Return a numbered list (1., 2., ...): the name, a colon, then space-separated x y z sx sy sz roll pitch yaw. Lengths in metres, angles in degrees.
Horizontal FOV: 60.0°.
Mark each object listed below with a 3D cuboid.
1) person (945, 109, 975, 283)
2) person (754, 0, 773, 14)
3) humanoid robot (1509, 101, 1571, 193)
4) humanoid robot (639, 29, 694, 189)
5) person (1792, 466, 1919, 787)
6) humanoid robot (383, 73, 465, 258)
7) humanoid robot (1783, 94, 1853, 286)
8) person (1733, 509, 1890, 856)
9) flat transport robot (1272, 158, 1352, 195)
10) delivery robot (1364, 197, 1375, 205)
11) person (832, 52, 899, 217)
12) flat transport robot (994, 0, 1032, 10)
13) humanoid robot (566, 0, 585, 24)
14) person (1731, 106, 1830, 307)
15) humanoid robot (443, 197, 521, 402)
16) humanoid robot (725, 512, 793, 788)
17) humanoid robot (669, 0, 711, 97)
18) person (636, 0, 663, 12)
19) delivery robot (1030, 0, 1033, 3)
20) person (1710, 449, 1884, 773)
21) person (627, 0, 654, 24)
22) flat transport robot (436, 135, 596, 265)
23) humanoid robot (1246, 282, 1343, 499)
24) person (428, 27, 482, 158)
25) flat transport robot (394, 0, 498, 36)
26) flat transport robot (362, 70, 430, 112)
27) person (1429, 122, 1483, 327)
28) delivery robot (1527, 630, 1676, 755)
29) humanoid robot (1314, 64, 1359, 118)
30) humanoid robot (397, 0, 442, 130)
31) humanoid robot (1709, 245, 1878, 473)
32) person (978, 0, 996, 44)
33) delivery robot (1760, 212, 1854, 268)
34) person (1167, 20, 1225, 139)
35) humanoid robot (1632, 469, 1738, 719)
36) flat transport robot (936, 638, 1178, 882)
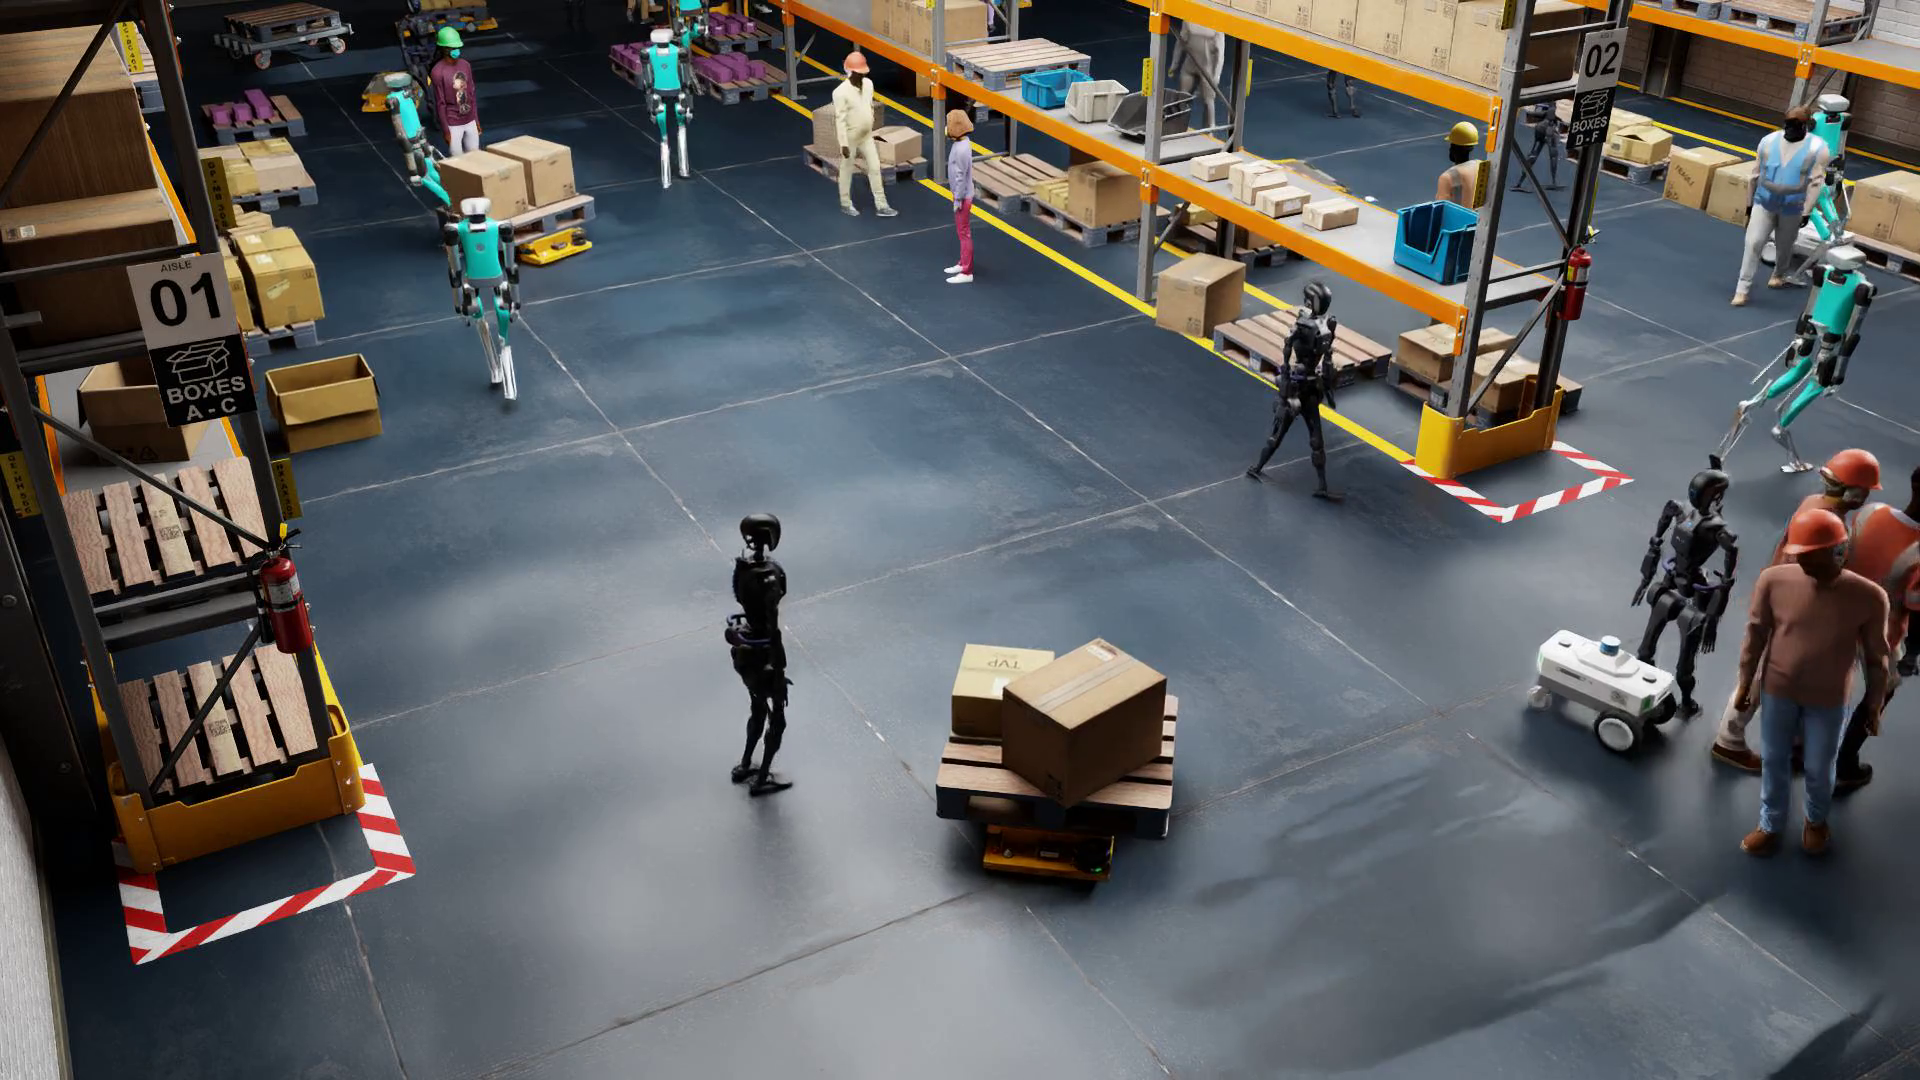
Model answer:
1. person: -0.002 -3.244 15.692 0.284 1.626 0.497 -1 30 -2
2. person: -2.759 -9.032 25.599 0.959 1.806 0.489 -2 30 -3
3. humanoid robot: 6.388 -4.547 17.923 0.639 1.638 0.600 9 31 16
4. humanoid robot: -3.161 -4.762 18.215 0.530 1.756 0.767 -2 30 -3
5. person: 4.928 0.444 8.958 0.426 1.949 0.607 -7 31 -12
6. humanoid robot: -5.116 -3.663 16.340 0.843 1.794 0.611 0 30 0
7. humanoid robot: 8.089 -3.221 15.466 0.532 1.714 0.739 -9 31 -16
8. person: 4.295 0.751 8.431 0.722 1.949 0.425 18 35 29
9. flat transport robot: 3.667 -3.884 18.170 0.659 0.231 1.431 -9 31 -15
10. delivery robot: 4.029 -3.110 16.552 0.499 0.610 0.811 -10 31 -17
11. person: -0.997 -4.151 17.170 0.792 1.718 0.599 25 38 37
12. flat transport robot: 0.390 -8.586 26.356 1.431 0.231 0.659 -2 30 -4
13. humanoid robot: -5.802 -8.593 24.967 0.590 1.641 0.401 -6 30 -10
14. person: 7.517 -3.083 15.233 0.625 1.809 0.853 19 35 30
15. humanoid robot: -3.788 -1.958 13.352 0.538 1.744 1.003 -7 31 -13
16. humanoid robot: -1.087 0.610 8.952 0.353 1.654 0.586 -13 32 -21
17. humanoid robot: -3.581 -6.704 21.657 0.548 1.771 1.039 -14 33 -23
18. person: -4.917 -9.154 25.768 0.430 1.844 0.621 -19 35 -29
19. delivery robot: 0.769 -8.823 26.468 0.756 0.580 0.499 -9 31 -15
20. person: 4.596 0.444 8.927 0.723 1.965 0.647 16 34 26
21. person: -4.783 -8.628 24.969 0.600 1.714 0.507 12 32 19
22. flat transport robot: -4.442 -3.085 16.781 1.431 0.231 0.659 22 36 33
23. humanoid robot: 2.458 -1.065 11.890 0.584 1.623 0.775 -23 37 -35
24. person: -5.227 -4.366 17.339 0.433 1.943 0.481 19 35 30
25. flat transport robot: -7.701 -7.760 24.917 1.431 0.231 0.659 -12 32 -19
26. flat transport robot: -7.297 -5.814 21.531 0.659 0.231 1.431 -4 30 -7
27. person: 4.235 -2.641 14.342 0.584 1.928 0.372 -21 36 -33
28. delivery robot: 3.727 0.829 9.671 0.765 0.586 0.499 26 39 38
29. humanoid robot: 4.724 -6.061 20.560 0.653 1.640 0.401 -16 33 -25
30. humanoid robot: -6.423 -5.741 19.986 0.352 1.644 0.603 25 38 37
31. humanoid robot: 5.977 -1.238 12.098 0.968 1.763 0.551 -8 31 -14
32. person: 0.177 -6.749 21.523 0.636 1.902 0.409 17 34 27
33. delivery robot: 8.242 -2.895 16.175 0.499 0.607 0.808 -20 36 -31
34. person: 2.763 -5.509 19.411 0.661 1.862 0.370 13 32 21
35. humanoid robot: 4.144 0.318 9.471 0.419 1.661 0.590 -16 33 -25
36. flat transport robot: 0.553 1.316 9.119 0.659 0.231 1.431 5 30 8
